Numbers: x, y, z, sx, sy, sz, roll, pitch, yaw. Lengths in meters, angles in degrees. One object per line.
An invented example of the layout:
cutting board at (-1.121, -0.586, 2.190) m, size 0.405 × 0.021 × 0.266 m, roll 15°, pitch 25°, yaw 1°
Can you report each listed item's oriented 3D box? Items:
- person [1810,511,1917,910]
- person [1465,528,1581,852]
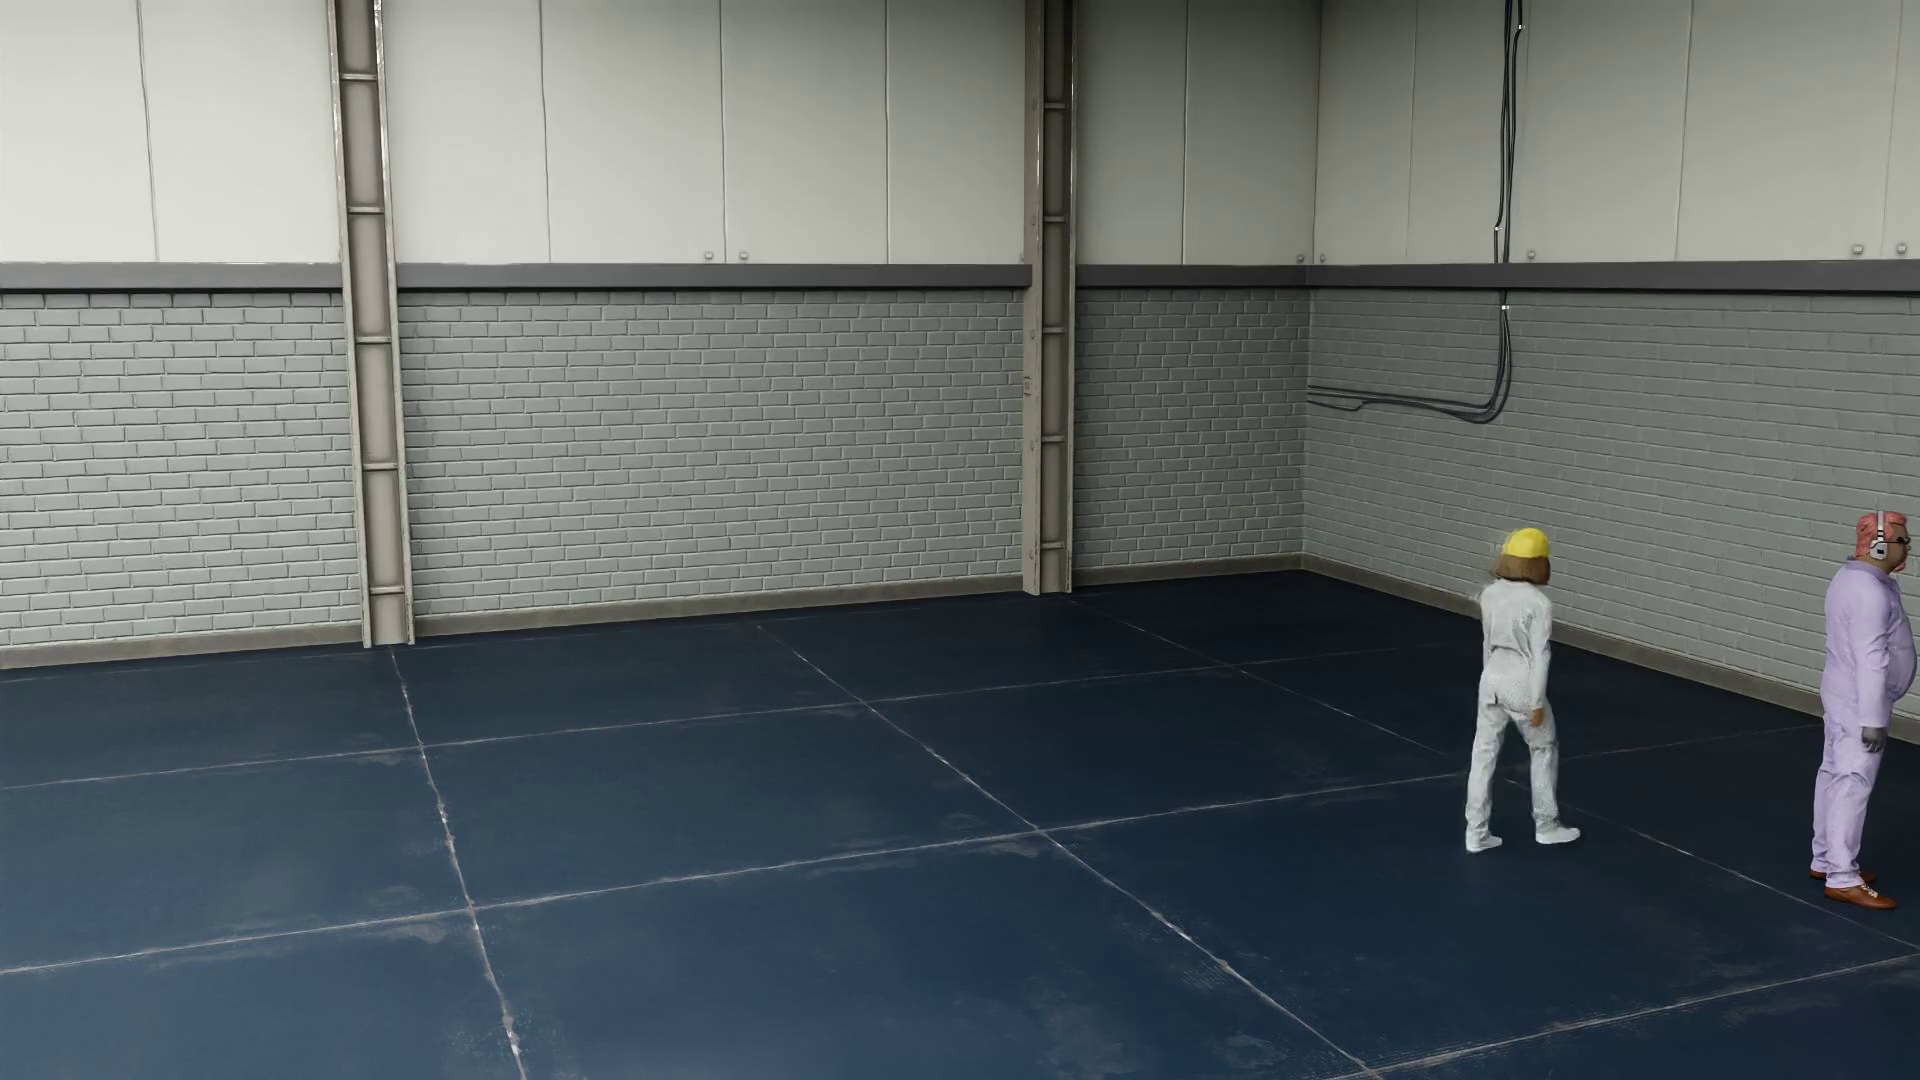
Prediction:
person at (4.406, 0.804, 8.087) m, size 0.401 × 1.910 × 0.642 m, roll 3°, pitch 10°, yaw 19°
person at (2.987, 0.785, 8.783) m, size 0.774 × 1.712 × 0.506 m, roll -5°, pitch 10°, yaw -29°
